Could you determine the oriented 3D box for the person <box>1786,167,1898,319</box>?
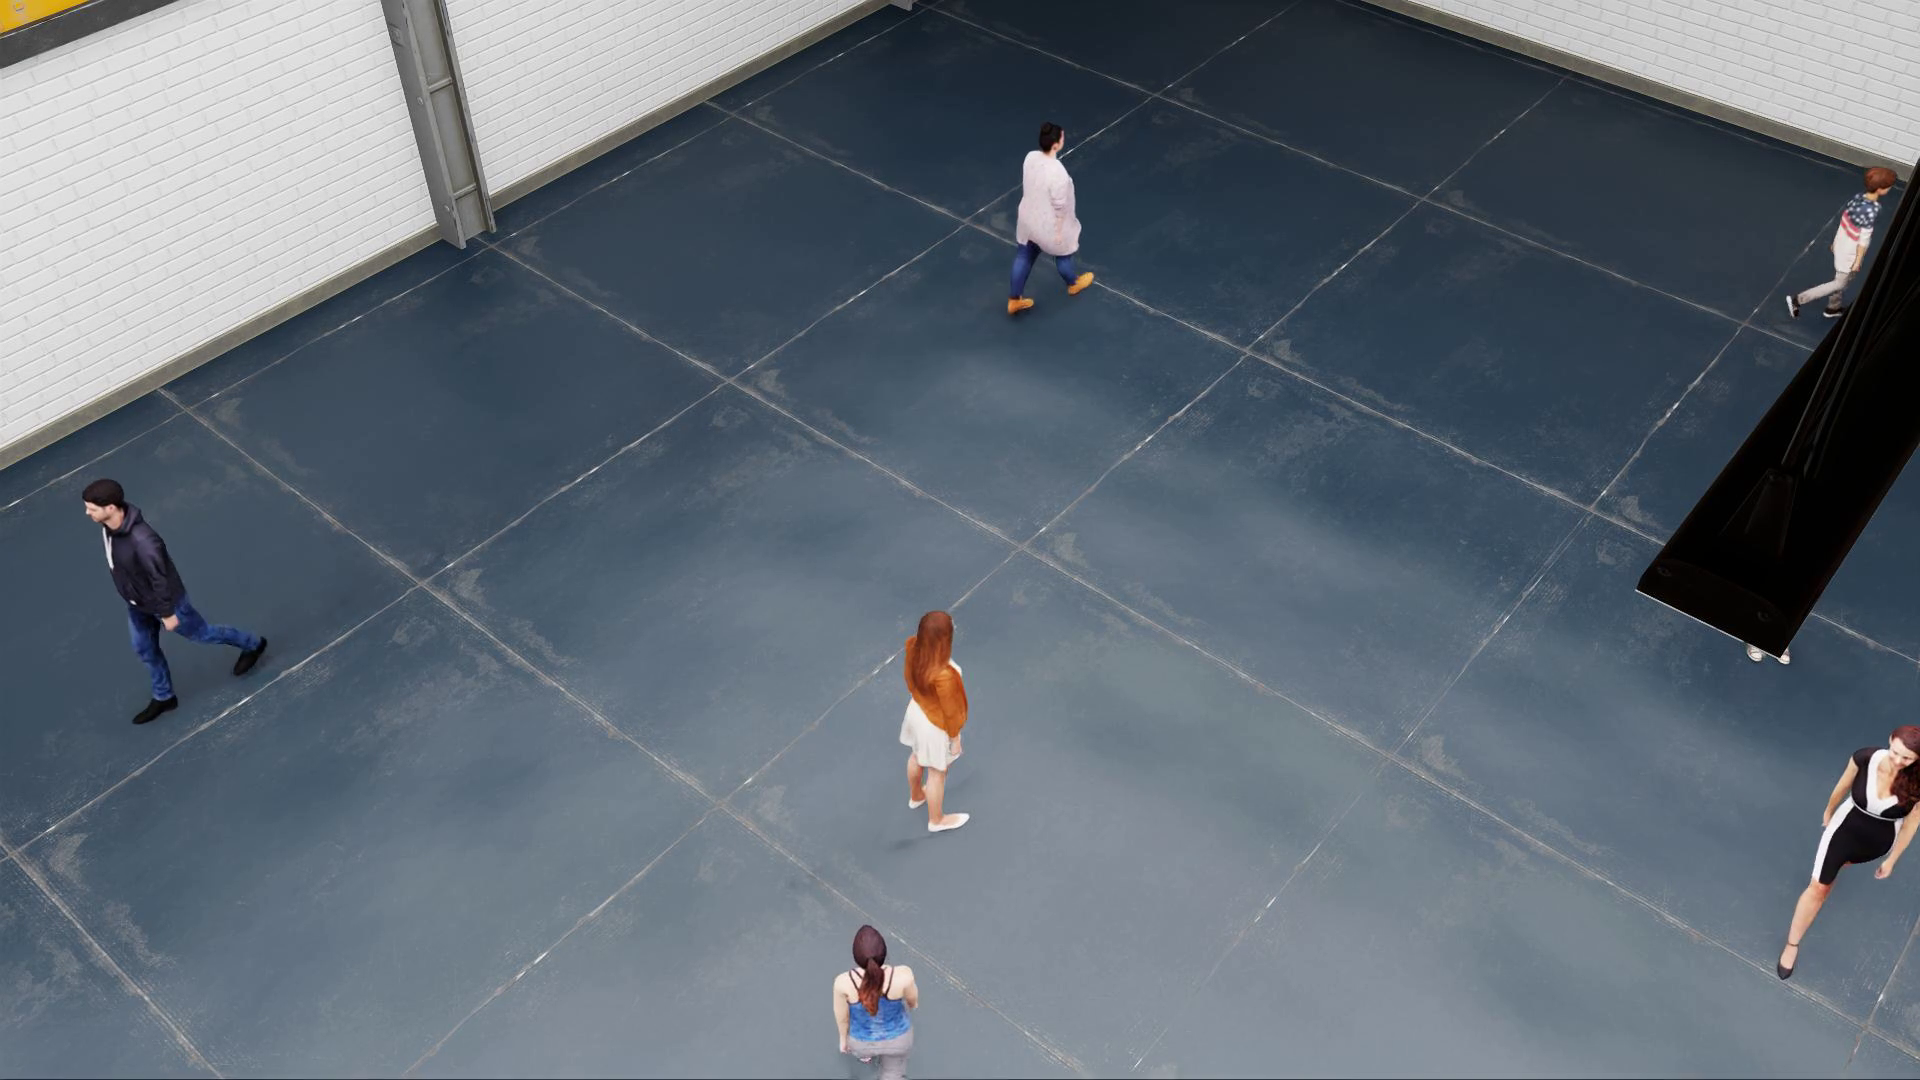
[{"bbox_3d":[7.147,-2.373,13.460,0.897,1.423,0.880,0,44,0],"label":"person"}]

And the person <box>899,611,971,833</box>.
[{"bbox_3d":[-0.166,1.043,9.658,0.665,1.721,0.689,-24,49,-23],"label":"person"}]

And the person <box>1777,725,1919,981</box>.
[{"bbox_3d":[4.936,1.572,9.089,0.707,1.739,1.191,23,48,22],"label":"person"}]

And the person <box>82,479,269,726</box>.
[{"bbox_3d":[-4.894,0.304,10.338,0.696,1.853,1.164,32,52,29],"label":"person"}]

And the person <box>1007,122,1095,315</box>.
[{"bbox_3d":[0.615,-2.560,13.456,1.138,1.699,0.854,-28,50,-26],"label":"person"}]

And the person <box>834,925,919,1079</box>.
[{"bbox_3d":[-0.398,2.502,8.228,0.941,1.580,1.027,-1,44,-1],"label":"person"}]
